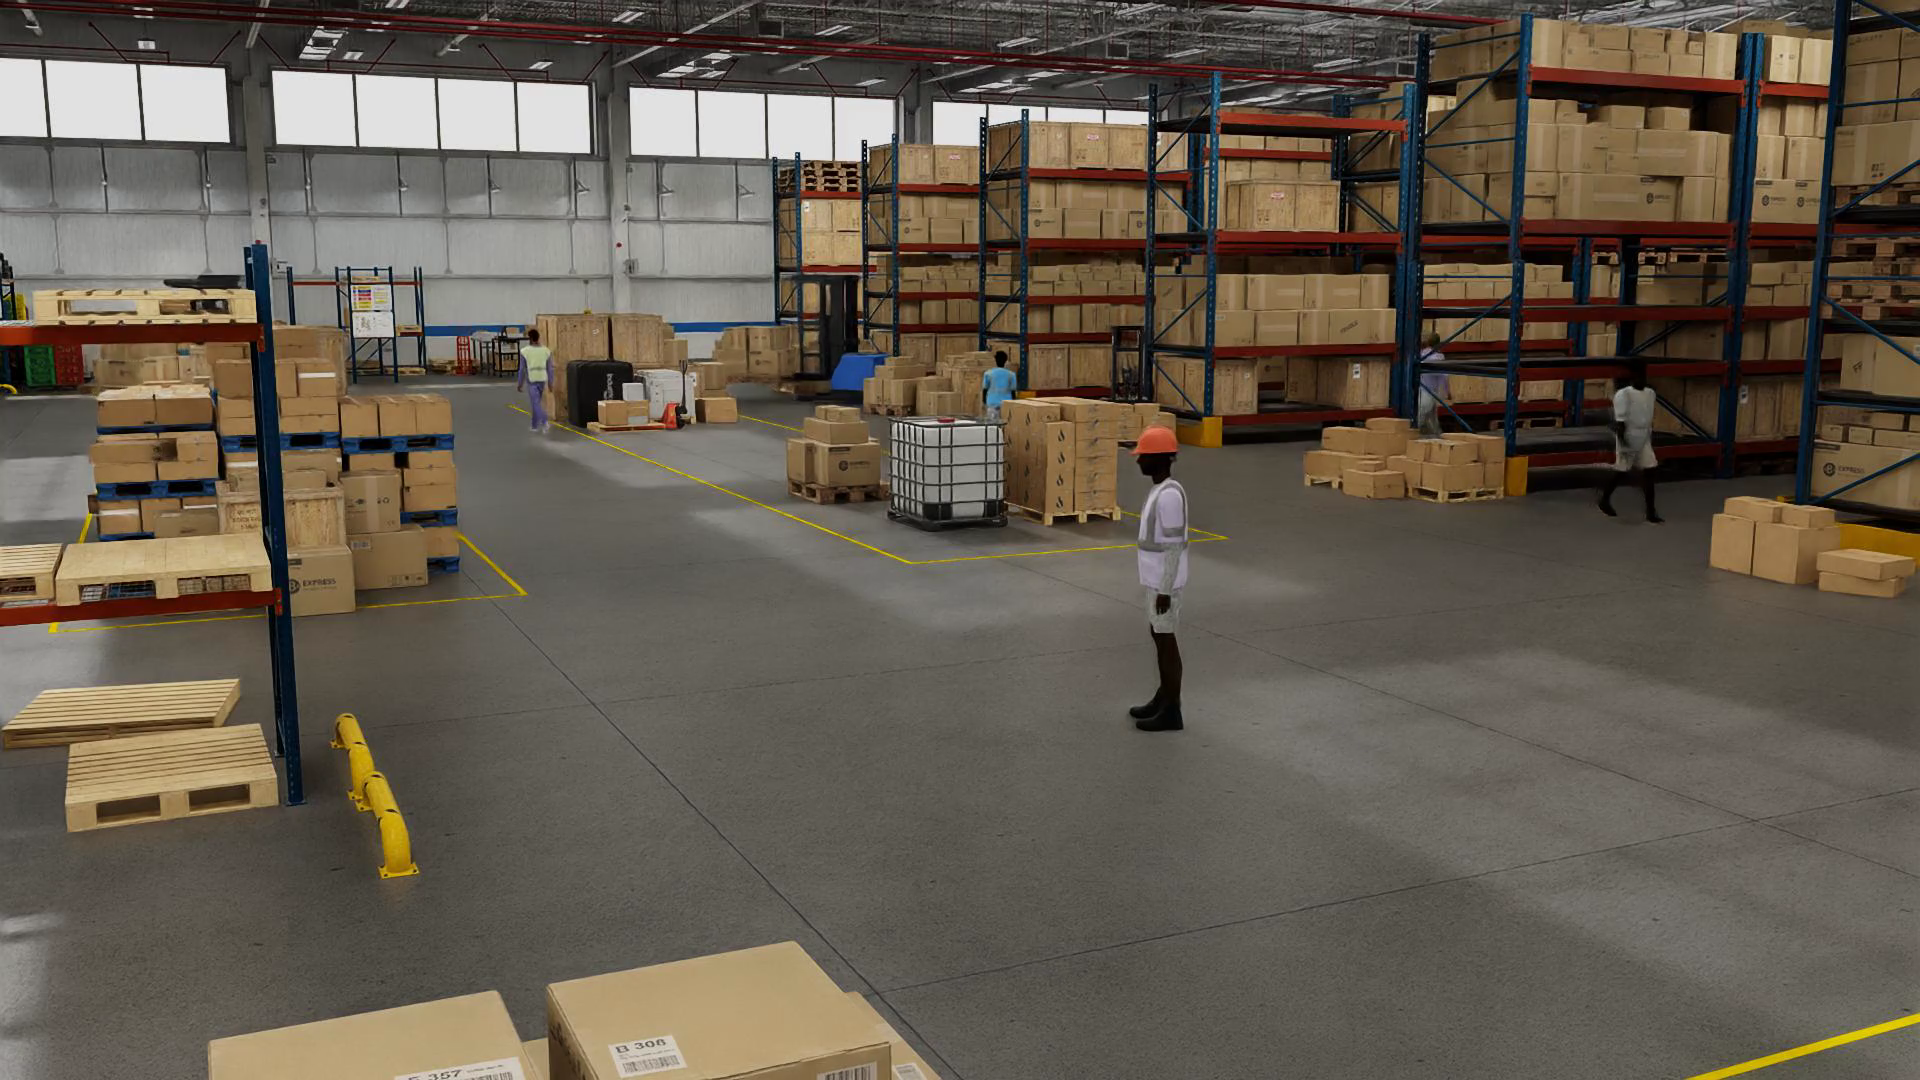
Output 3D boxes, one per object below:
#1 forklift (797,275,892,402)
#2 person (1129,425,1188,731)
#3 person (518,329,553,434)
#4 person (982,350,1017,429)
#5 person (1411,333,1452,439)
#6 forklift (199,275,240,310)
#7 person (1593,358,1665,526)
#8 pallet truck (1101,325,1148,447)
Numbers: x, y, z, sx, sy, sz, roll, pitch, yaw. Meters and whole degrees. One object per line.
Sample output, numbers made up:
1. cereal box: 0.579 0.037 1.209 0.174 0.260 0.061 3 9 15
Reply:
1. forklift: -2.524 -4.459 36.754 1.873 2.768 1.129 3 10 20
2. person: 1.245 0.240 10.517 0.373 1.934 0.551 0 9 0
3. person: -7.579 -2.846 29.844 0.591 1.888 0.912 -9 12 -43
4. person: 0.631 -2.139 26.058 0.549 1.679 0.597 -2 9 -10
5. person: 7.753 -2.438 27.274 1.023 1.887 0.632 -3 10 -17
6. forklift: -16.452 -4.524 37.156 1.129 2.768 1.873 5 10 26
7. person: 7.765 -1.154 19.236 0.631 1.923 0.899 -3 10 -21
8. pallet truck: 2.881 -2.596 27.923 0.823 1.965 1.885 -1 9 -7
